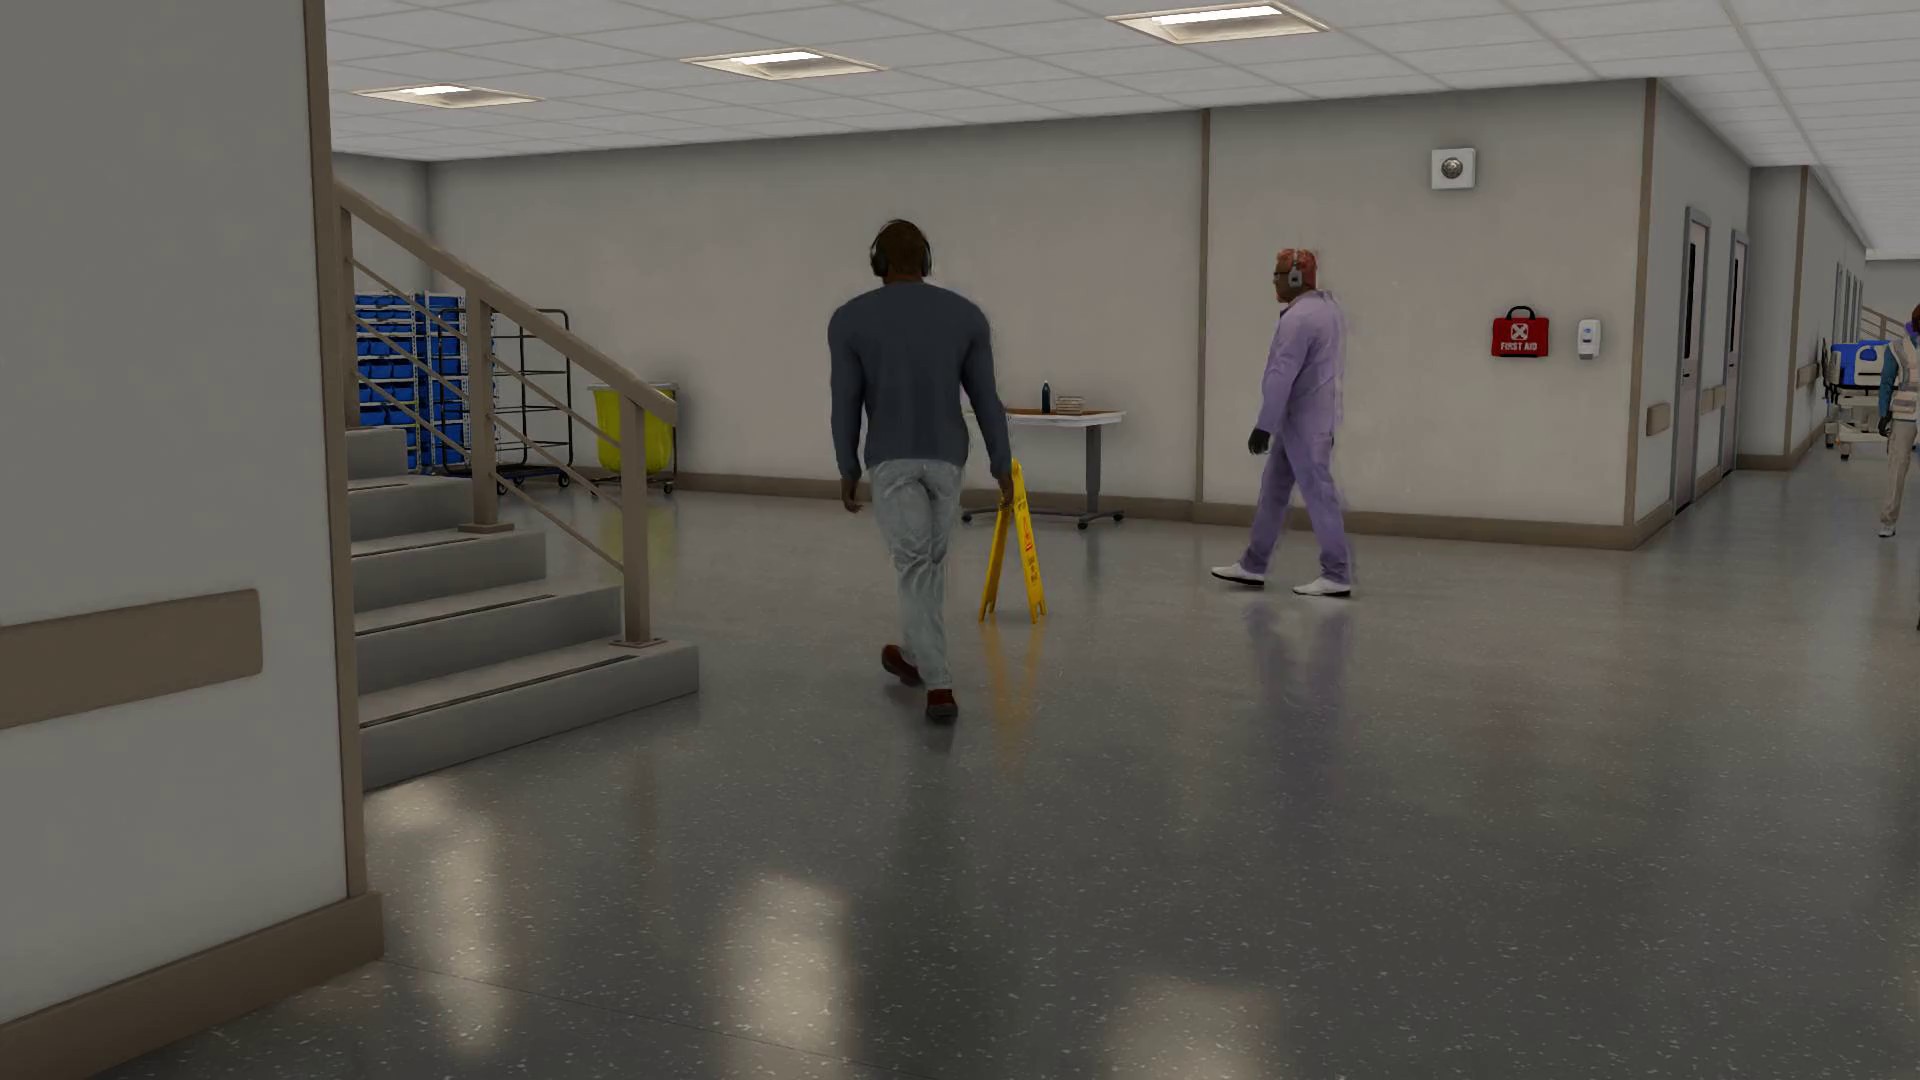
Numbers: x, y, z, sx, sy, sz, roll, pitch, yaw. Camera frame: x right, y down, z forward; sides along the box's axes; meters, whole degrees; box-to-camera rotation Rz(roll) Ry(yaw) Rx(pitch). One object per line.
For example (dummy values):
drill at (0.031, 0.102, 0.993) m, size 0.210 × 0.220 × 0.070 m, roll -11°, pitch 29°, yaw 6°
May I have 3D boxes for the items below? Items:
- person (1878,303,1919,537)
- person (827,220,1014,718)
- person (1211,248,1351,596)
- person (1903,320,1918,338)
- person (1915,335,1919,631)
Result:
person at (6.588, -0.820, 11.409) m, size 0.525 × 1.637 × 0.307 m, roll 3°, pitch 8°, yaw 24°
person at (-0.152, -0.285, 6.403) m, size 0.700 × 1.881 × 0.986 m, roll -2°, pitch 8°, yaw -17°
person at (1.739, -0.633, 9.052) m, size 0.897 × 1.869 × 0.657 m, roll 3°, pitch 8°, yaw 19°
person at (12.907, -2.324, 22.263) m, size 0.605 × 1.821 × 0.636 m, roll 7°, pitch 10°, yaw 41°
person at (4.741, -0.438, 7.767) m, size 0.403 × 1.824 × 0.591 m, roll -2°, pitch 8°, yaw -16°
